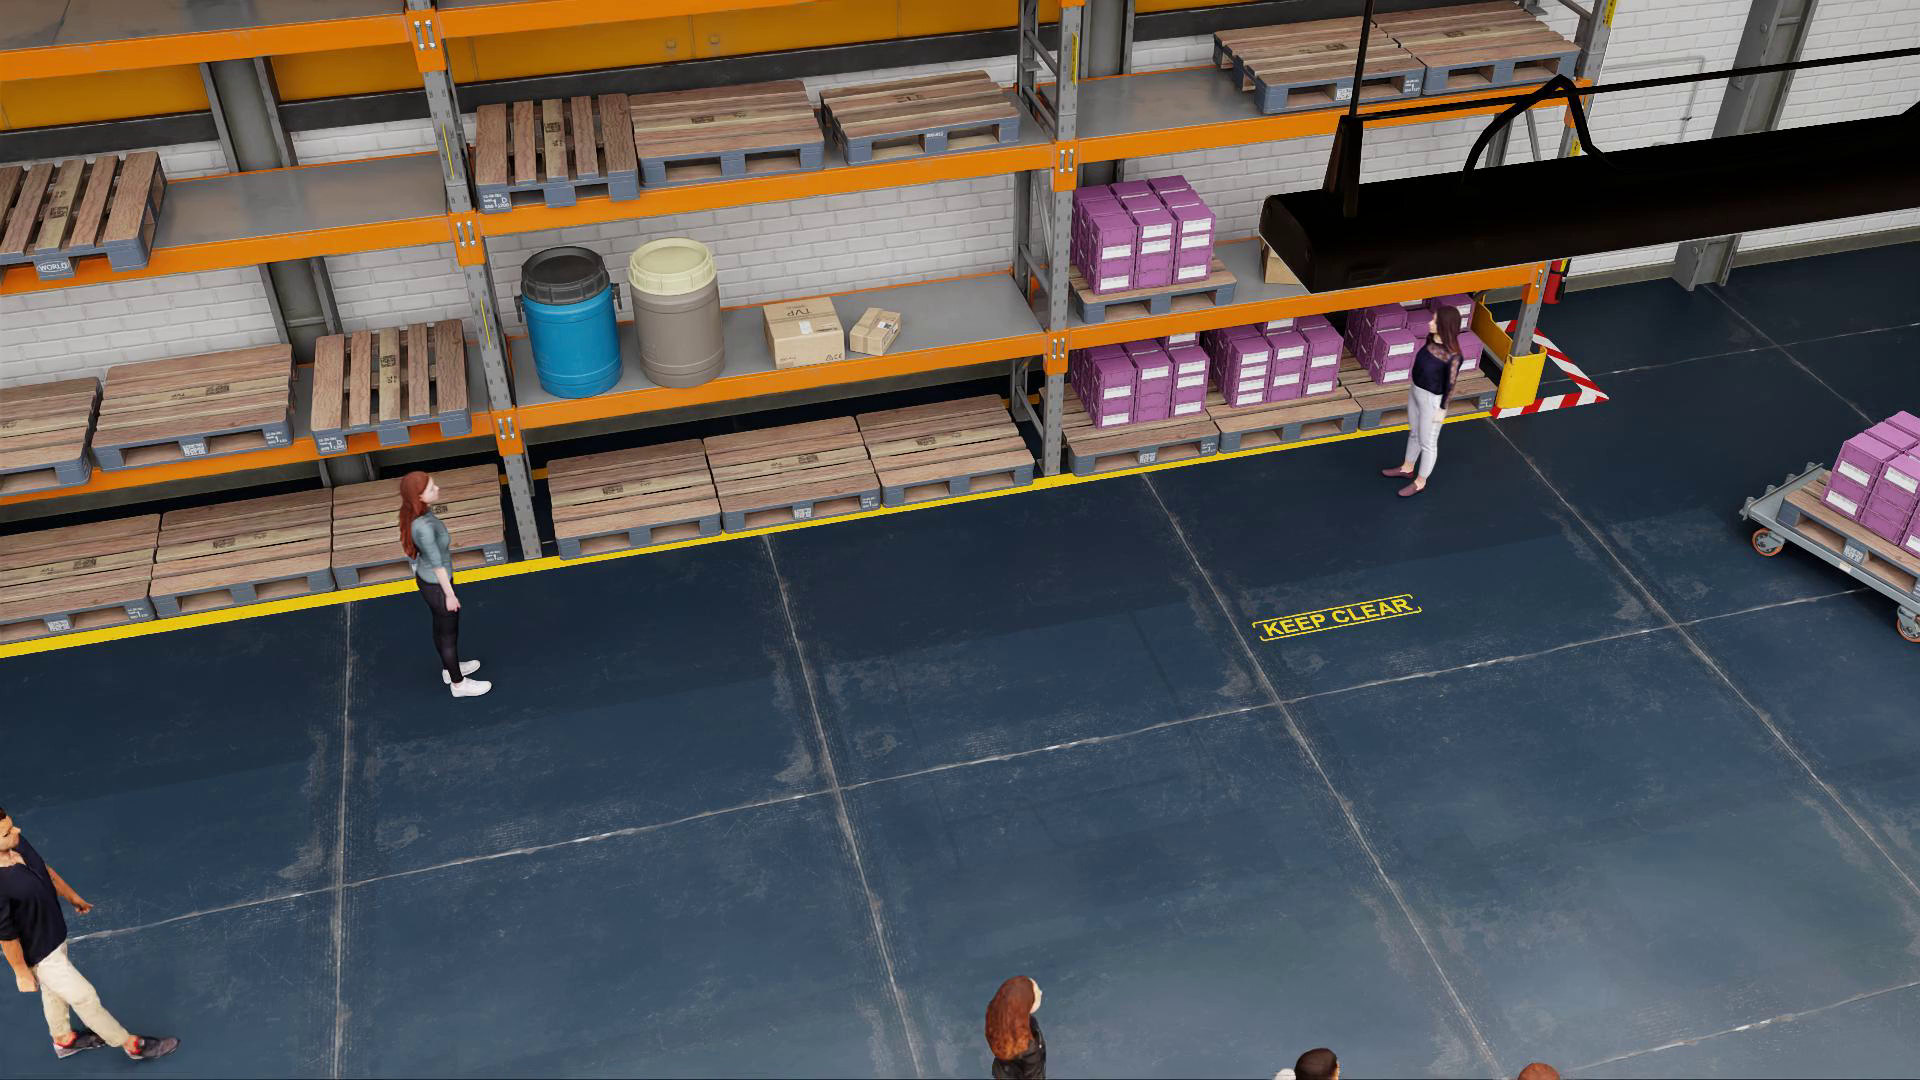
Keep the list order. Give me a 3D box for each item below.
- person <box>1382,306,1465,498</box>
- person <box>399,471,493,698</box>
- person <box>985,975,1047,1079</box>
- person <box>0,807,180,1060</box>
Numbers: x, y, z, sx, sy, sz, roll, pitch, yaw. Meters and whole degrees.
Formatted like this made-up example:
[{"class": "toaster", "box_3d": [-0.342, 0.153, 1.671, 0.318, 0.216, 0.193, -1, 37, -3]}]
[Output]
[{"class": "person", "box_3d": [3.490, -1.046, 12.428, 0.534, 1.607, 0.598, -8, 39, -9]}, {"class": "person", "box_3d": [-3.344, 0.278, 10.662, 0.594, 1.742, 0.632, -18, 42, -21]}, {"class": "person", "box_3d": [0.269, 2.581, 7.985, 0.591, 1.484, 0.613, -20, 43, -23]}, {"class": "person", "box_3d": [-4.722, 2.038, 8.381, 0.860, 1.839, 0.672, -9, 39, -10]}]
